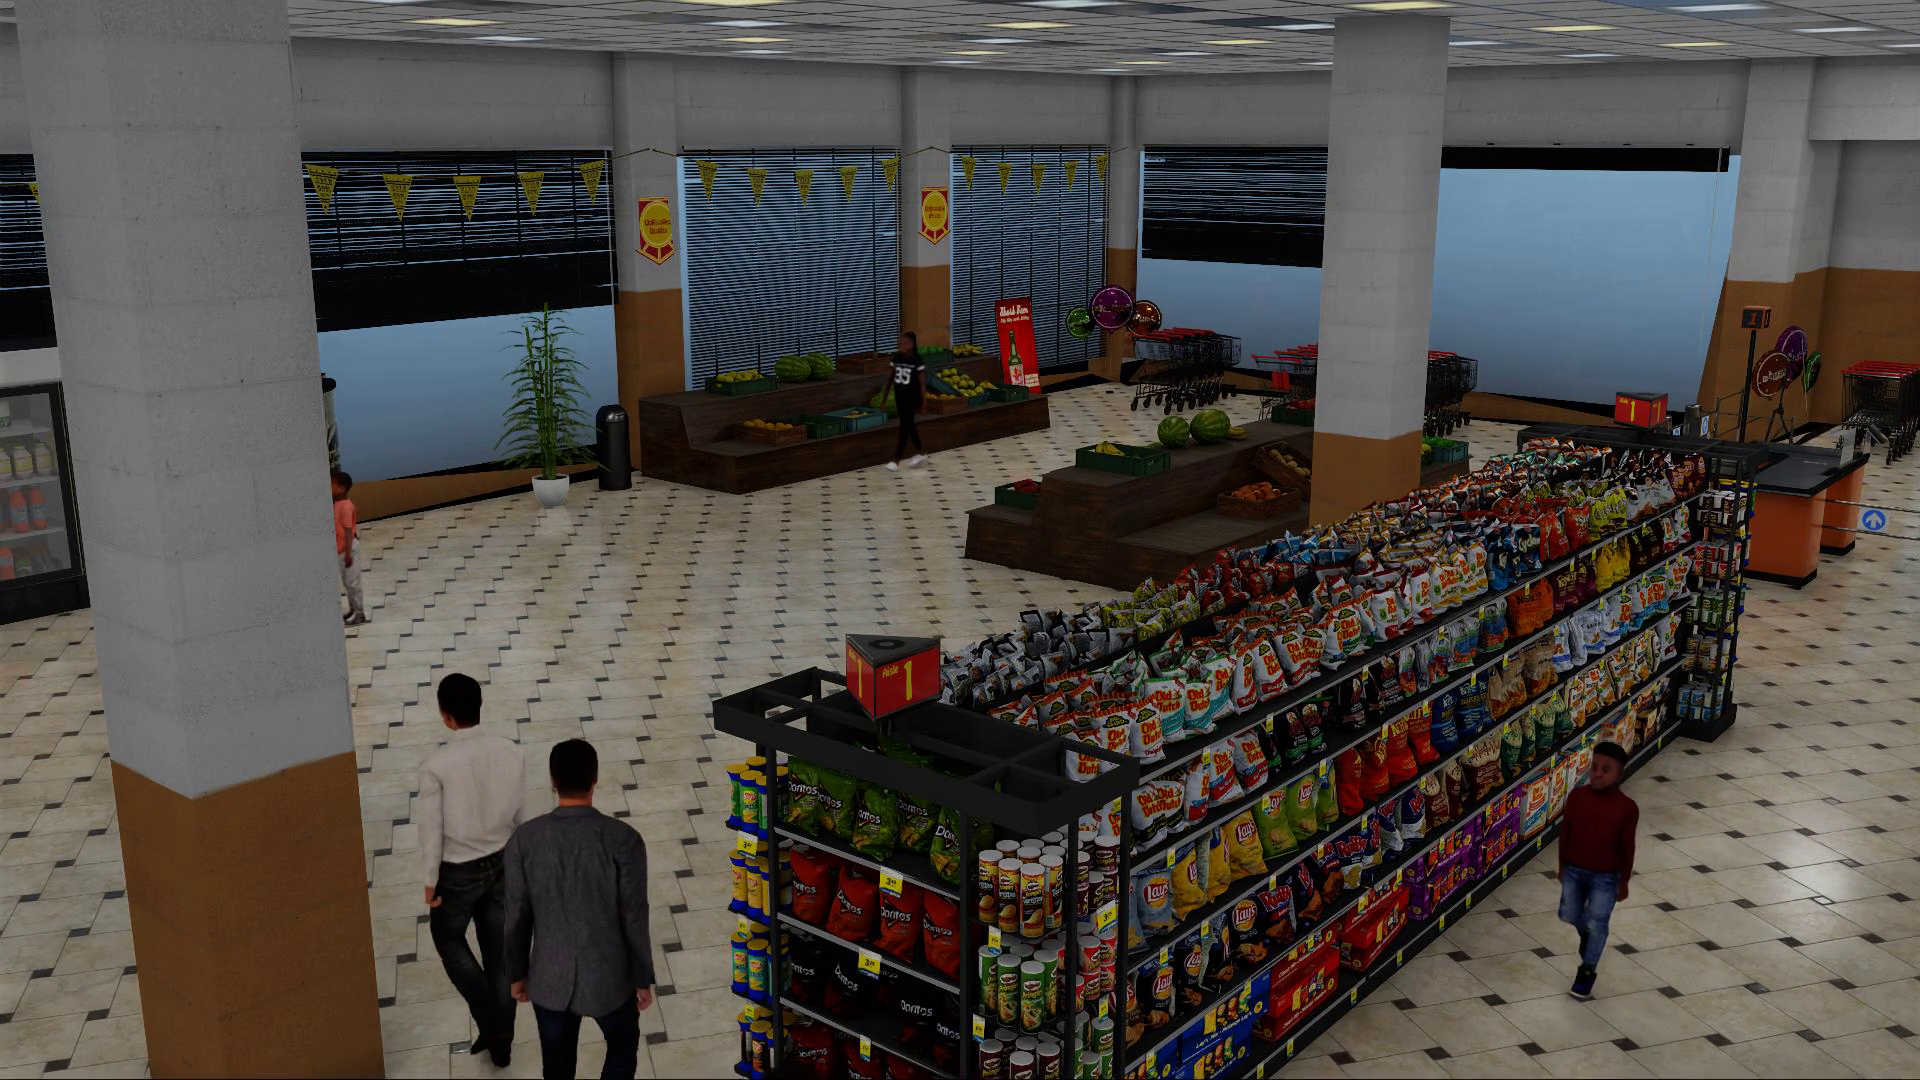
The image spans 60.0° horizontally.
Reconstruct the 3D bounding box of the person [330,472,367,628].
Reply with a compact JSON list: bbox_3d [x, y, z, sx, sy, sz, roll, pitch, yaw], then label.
[{"bbox_3d":[-5.183,0.068,14.066,0.534,1.308,0.520,-9,17,-34],"label":"person"}]

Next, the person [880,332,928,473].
[{"bbox_3d":[-0.606,-1.681,20.500,0.722,1.674,1.225,9,16,33],"label":"person"}]

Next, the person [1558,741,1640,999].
[{"bbox_3d":[3.085,1.560,8.047,0.499,1.246,0.685,11,17,38],"label":"person"}]

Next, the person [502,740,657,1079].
[{"bbox_3d":[-1.409,1.699,6.225,0.876,1.834,0.933,-2,14,-7],"label":"person"}]

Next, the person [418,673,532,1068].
[{"bbox_3d":[-2.060,1.478,7.215,0.673,1.797,0.800,-10,17,-37],"label":"person"}]
